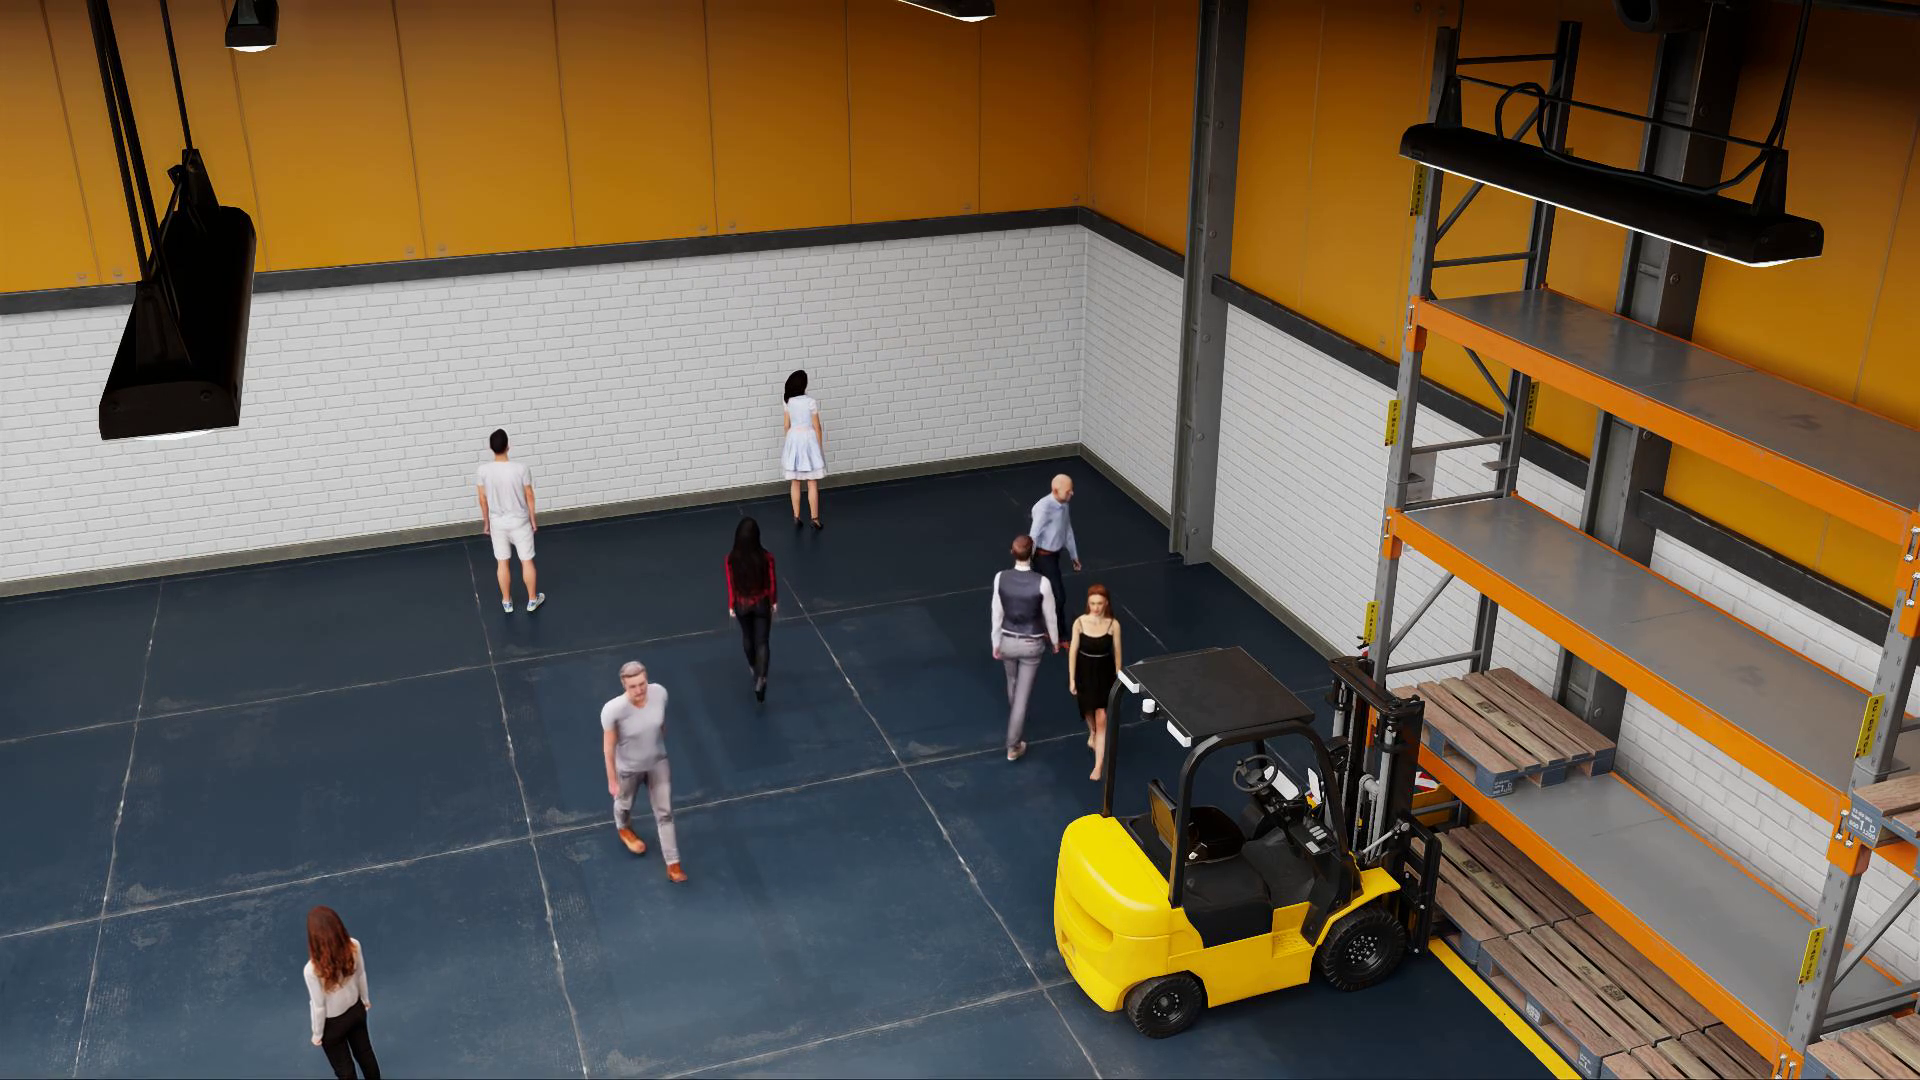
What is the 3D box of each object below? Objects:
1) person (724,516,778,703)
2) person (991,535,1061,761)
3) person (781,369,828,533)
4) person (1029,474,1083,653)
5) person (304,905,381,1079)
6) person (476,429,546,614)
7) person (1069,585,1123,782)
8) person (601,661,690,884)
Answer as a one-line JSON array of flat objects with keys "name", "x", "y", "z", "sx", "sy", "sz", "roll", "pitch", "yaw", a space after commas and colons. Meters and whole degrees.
[{"name": "person", "x": -1.799, "y": 0.628, "z": 14.517, "sx": 0.747, "sy": 1.629, "sz": 1.079, "roll": -3, "pitch": 24, "yaw": -6}, {"name": "person", "x": 0.475, "y": 0.900, "z": 13.538, "sx": 1.044, "sy": 1.914, "sz": 1.124, "roll": 10, "pitch": 25, "yaw": 21}, {"name": "person", "x": -1.686, "y": -0.961, "z": 17.915, "sx": 0.855, "sy": 1.819, "sz": 0.907, "roll": 7, "pitch": 25, "yaw": 16}, {"name": "person", "x": 0.734, "y": 0.203, "z": 15.343, "sx": 1.097, "sy": 1.744, "sz": 1.029, "roll": 10, "pitch": 26, "yaw": 22}, {"name": "person", "x": -3.624, "y": 2.788, "z": 9.754, "sx": 0.655, "sy": 1.484, "sz": 0.618, "roll": 14, "pitch": 27, "yaw": 29}, {"name": "person", "x": -4.362, "y": -0.182, "z": 16.087, "sx": 0.734, "sy": 1.855, "sz": 0.675, "roll": -2, "pitch": 24, "yaw": -5}, {"name": "person", "x": 1.101, "y": 1.081, "z": 13.545, "sx": 0.942, "sy": 1.576, "sz": 1.161, "roll": 4, "pitch": 24, "yaw": 9}, {"name": "person", "x": -2.360, "y": 1.610, "z": 12.114, "sx": 0.906, "sy": 1.754, "sz": 1.304, "roll": -17, "pitch": 29, "yaw": -34}]
